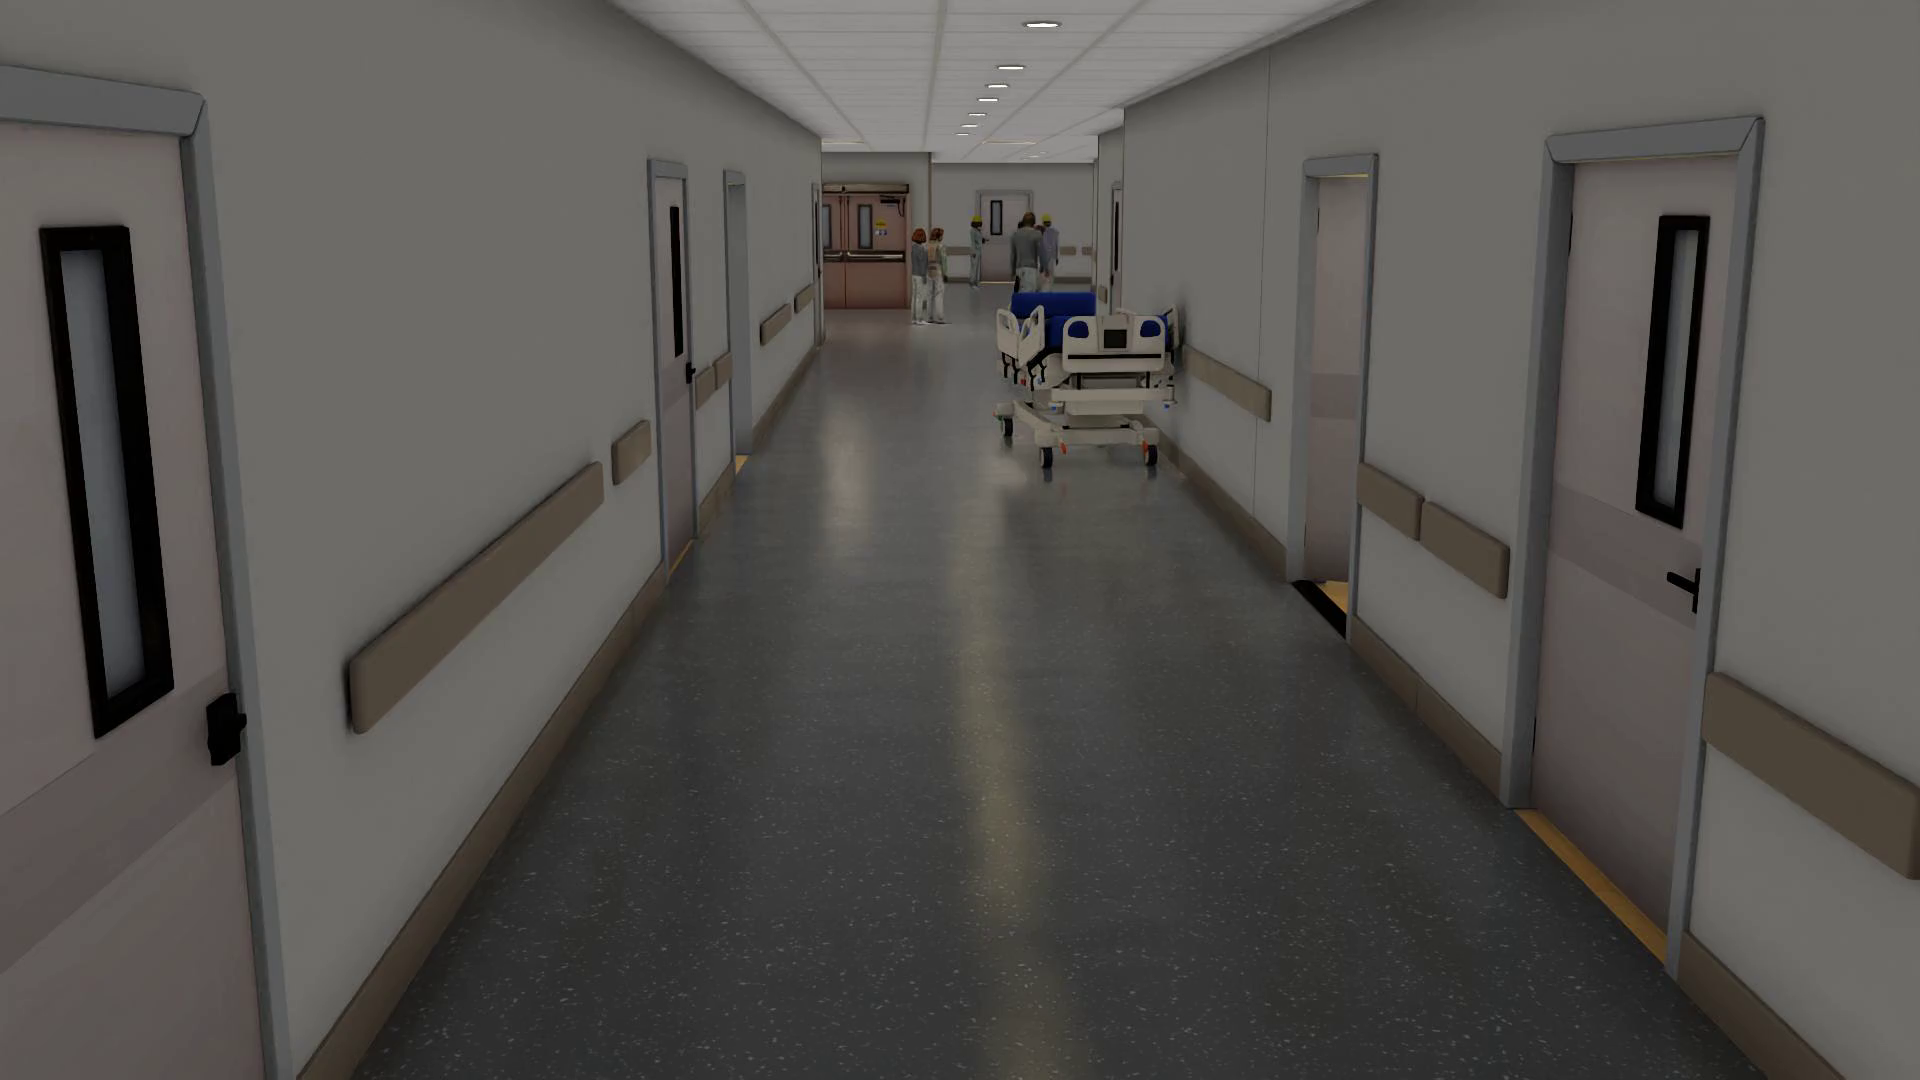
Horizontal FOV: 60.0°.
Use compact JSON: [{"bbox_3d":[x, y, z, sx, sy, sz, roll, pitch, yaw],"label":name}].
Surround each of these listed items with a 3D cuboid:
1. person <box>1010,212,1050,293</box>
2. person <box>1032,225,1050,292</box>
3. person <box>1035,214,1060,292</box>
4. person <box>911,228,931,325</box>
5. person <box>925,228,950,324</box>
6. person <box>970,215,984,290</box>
[{"bbox_3d":[1.232,-4.614,28.317,0.630,1.909,0.874,11,16,42],"label":"person"},{"bbox_3d":[1.618,-5.436,33.045,0.676,1.611,0.506,-8,14,-33],"label":"person"},{"bbox_3d":[1.845,-6.128,35.953,0.624,1.786,0.923,-2,12,-8],"label":"person"},{"bbox_3d":[-0.678,-4.468,28.254,0.282,1.636,0.500,-4,12,-21],"label":"person"},{"bbox_3d":[-0.402,-4.537,28.587,0.311,1.639,0.512,-10,15,-40],"label":"person"},{"bbox_3d":[0.399,-6.796,39.338,0.295,1.744,0.491,4,12,17],"label":"person"}]
